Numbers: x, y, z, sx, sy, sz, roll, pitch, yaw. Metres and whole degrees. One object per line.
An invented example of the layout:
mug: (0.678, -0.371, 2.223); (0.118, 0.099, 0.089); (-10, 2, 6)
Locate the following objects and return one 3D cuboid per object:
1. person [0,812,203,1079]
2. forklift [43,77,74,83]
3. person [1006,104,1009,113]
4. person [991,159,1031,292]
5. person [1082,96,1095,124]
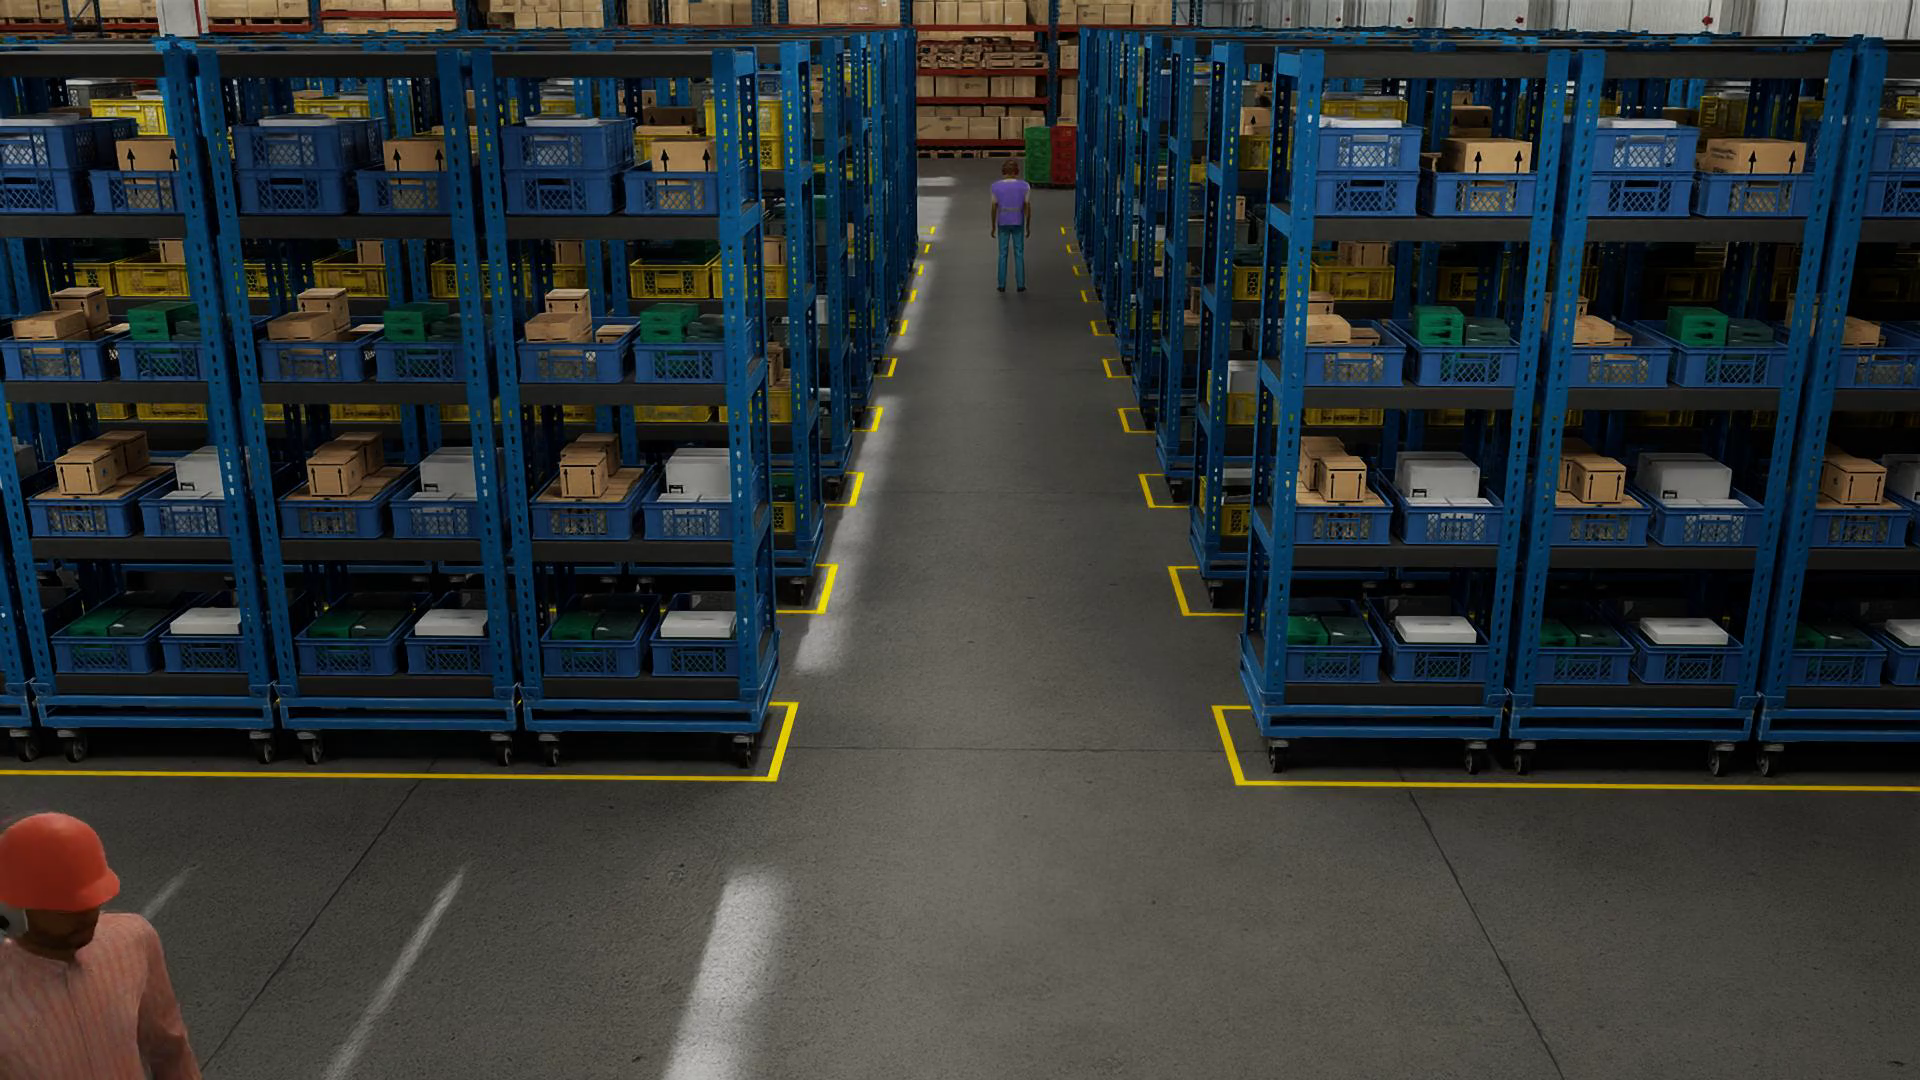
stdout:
person: (-2.129, 1.577, 4.088); (0.440, 1.978, 0.646); (7, 19, 22)
forklift: (-23.805, -11.482, 44.230); (1.129, 2.768, 1.873); (-8, 19, -25)
person: (1.443, -12.434, 48.817); (0.544, 1.938, 0.355); (0, 17, 1)
person: (0.712, -4.415, 23.407); (0.567, 1.846, 0.389); (0, 17, 1)
person: (3.300, -10.047, 41.260); (0.643, 1.908, 0.411); (0, 17, 1)
